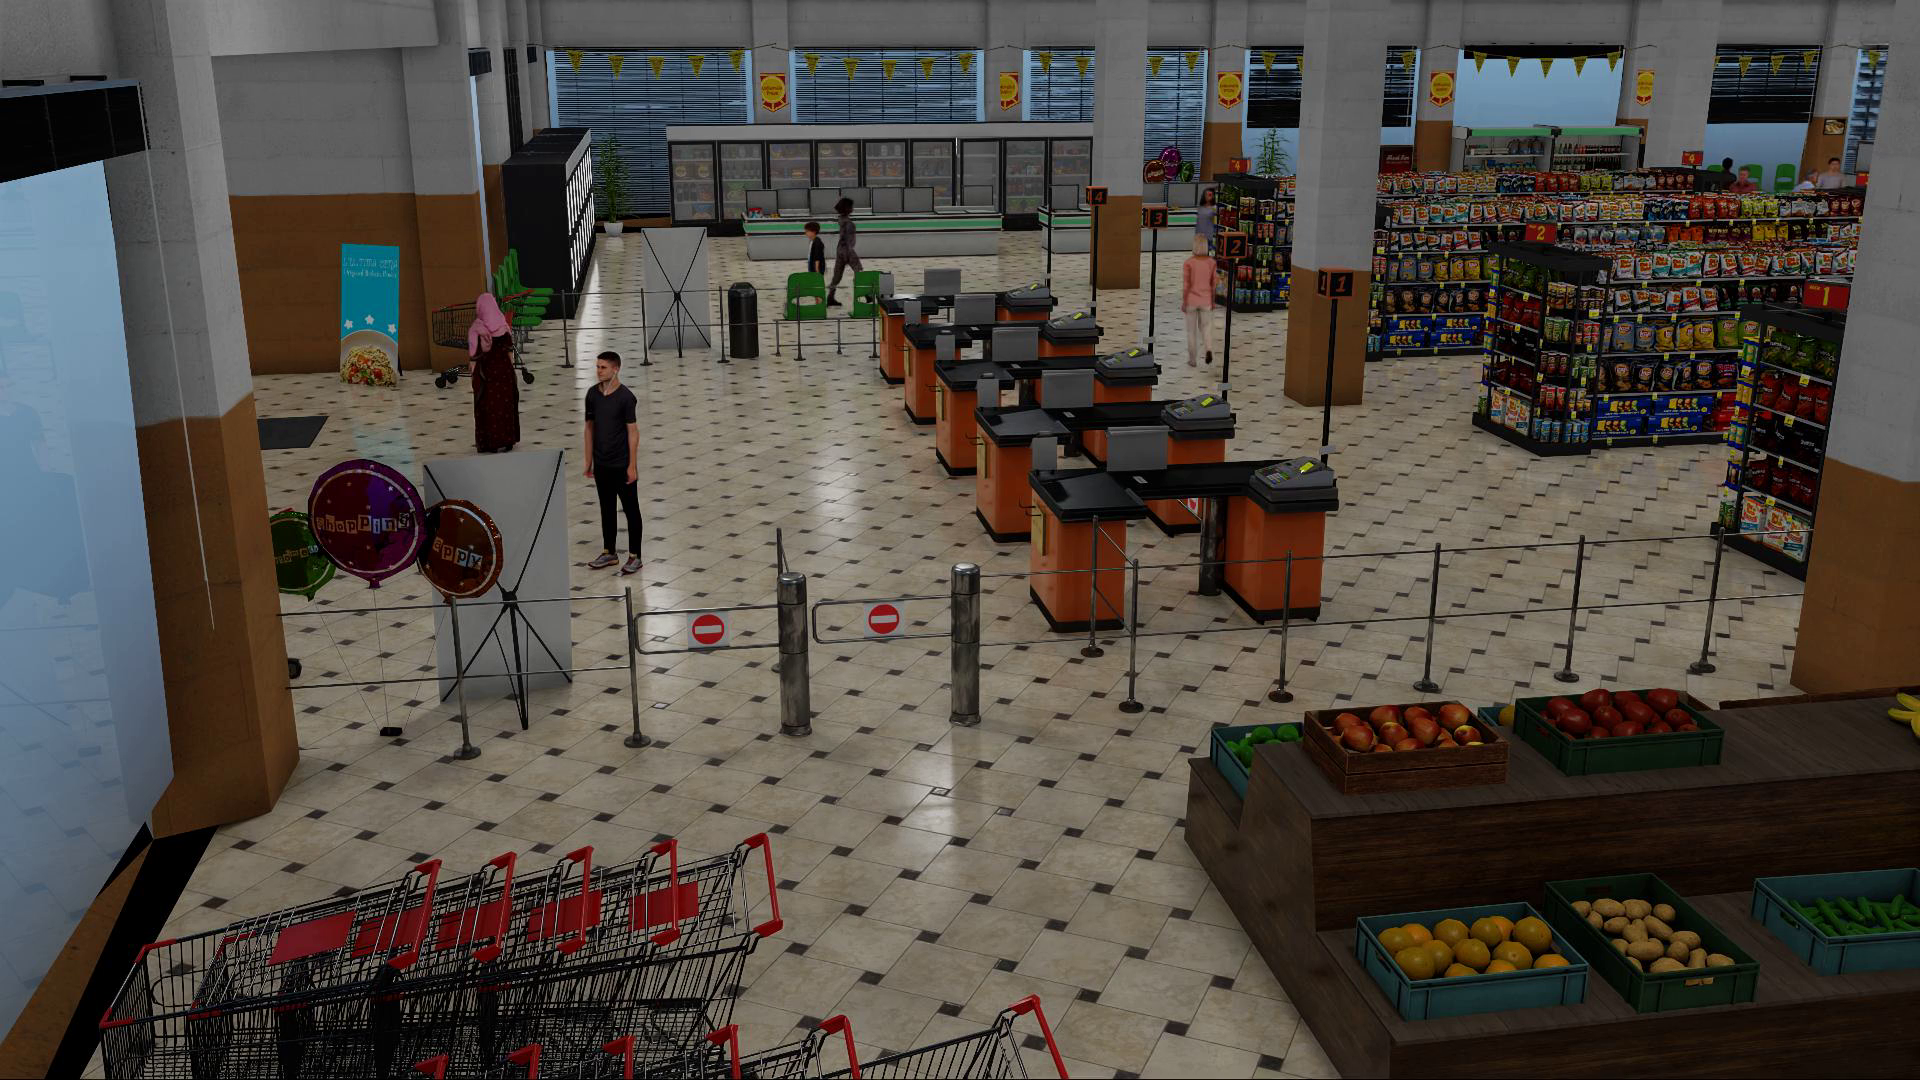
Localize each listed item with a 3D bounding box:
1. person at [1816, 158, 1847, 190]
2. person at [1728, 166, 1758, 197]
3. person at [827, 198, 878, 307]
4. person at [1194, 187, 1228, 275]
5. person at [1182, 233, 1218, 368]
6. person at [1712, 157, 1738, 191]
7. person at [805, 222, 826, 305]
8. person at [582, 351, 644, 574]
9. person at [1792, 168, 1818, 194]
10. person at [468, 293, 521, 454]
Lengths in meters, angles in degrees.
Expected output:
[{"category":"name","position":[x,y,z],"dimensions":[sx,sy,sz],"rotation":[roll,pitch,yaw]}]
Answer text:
[{"category":"person","position":[16.852,-6.463,32.298],"dimensions":[1.233,1.833,1.138],"rotation":[6,18,18]},{"category":"person","position":[14.418,-5.973,30.710],"dimensions":[0.906,1.817,0.867],"rotation":[-15,23,-41]},{"category":"person","position":[-1.857,-4.444,25.928],"dimensions":[1.173,1.670,0.804],"rotation":[-9,19,-26]},{"category":"person","position":[4.163,-4.989,27.679],"dimensions":[1.215,1.696,0.949],"rotation":[-11,20,-33]},{"category":"person","position":[3.062,-3.028,21.191],"dimensions":[0.727,1.713,0.664],"rotation":[-4,17,-11]},{"category":"person","position":[15.360,-6.808,33.519],"dimensions":[0.676,1.783,0.778],"rotation":[8,19,25]},{"category":"person","position":[-2.167,-4.072,25.091],"dimensions":[0.547,1.445,0.559],"rotation":[-6,18,-19]},{"category":"person","position":[-2.734,-0.622,13.180],"dimensions":[0.675,1.764,0.781],"rotation":[8,18,23]},{"category":"person","position":[15.211,-5.807,30.181],"dimensions":[0.751,1.807,0.673],"rotation":[-3,17,-8]},{"category":"person","position":[-4.767,-1.711,16.985],"dimensions":[0.698,1.637,0.817],"rotation":[-12,21,-35]}]
